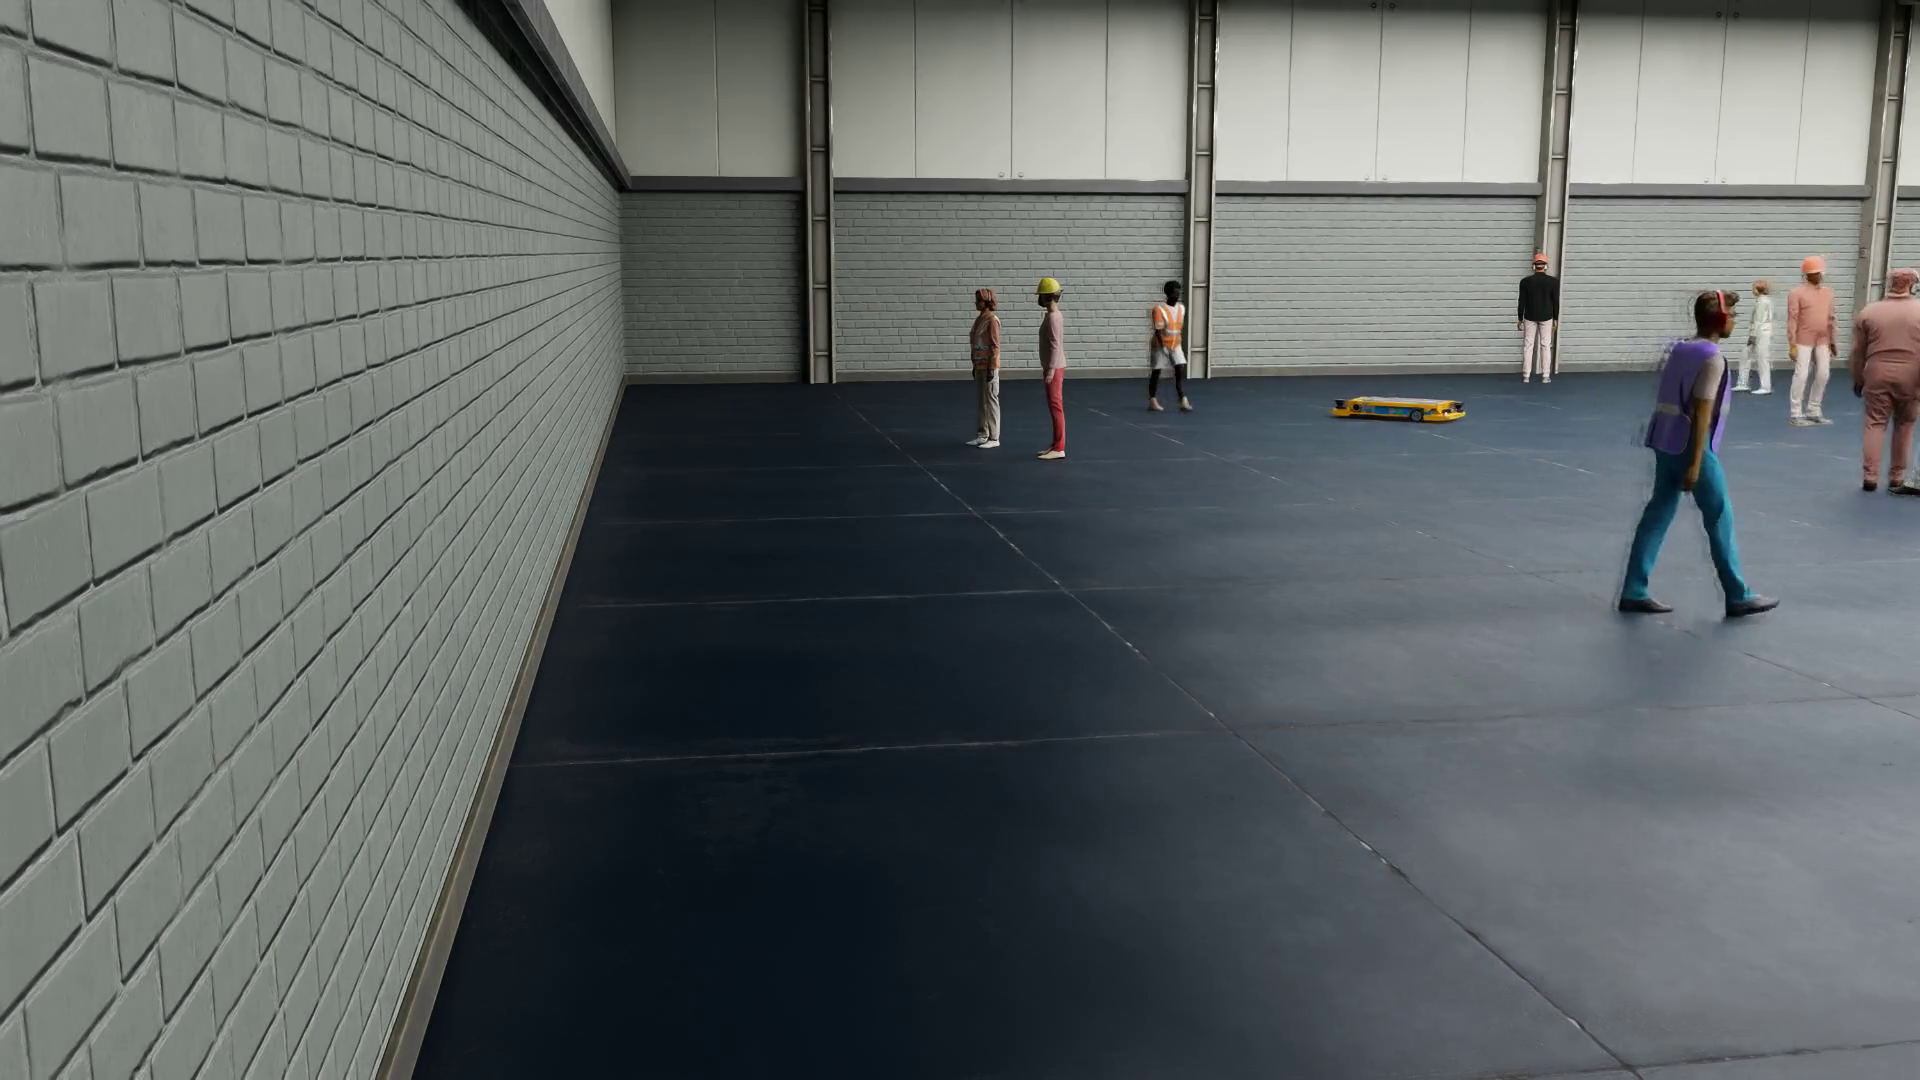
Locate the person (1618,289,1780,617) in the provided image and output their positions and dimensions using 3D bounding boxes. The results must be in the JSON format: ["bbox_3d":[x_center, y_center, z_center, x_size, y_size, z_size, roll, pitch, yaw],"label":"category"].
[{"bbox_3d":[4.136,-0.468,9.210,0.909,1.806,0.574,0,10,-2],"label":"person"}]

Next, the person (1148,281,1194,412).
[{"bbox_3d":[2.623,-2.407,20.804,0.525,1.644,0.844,-5,11,-27],"label":"person"}]

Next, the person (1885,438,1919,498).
[{"bbox_3d":[8.062,-1.188,13.377,0.875,1.805,0.592,6,12,33],"label":"person"}]

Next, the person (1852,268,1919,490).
[{"bbox_3d":[7.902,-1.349,14.087,0.662,1.878,0.674,8,12,37],"label":"person"}]

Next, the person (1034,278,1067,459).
[{"bbox_3d":[0.876,-1.668,16.238,0.328,1.767,0.530,1,10,5],"label":"person"}]

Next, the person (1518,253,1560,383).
[{"bbox_3d":[8.924,-3.417,25.672,0.608,1.987,0.388,3,10,17],"label":"person"}]

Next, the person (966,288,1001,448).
[{"bbox_3d":[0.262,-1.768,17.166,0.309,1.645,0.514,-4,11,-21],"label":"person"}]

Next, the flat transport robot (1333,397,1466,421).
[{"bbox_3d":[5.311,-1.596,20.121,1.431,0.197,0.652,6,12,32],"label":"flat transport robot"}]

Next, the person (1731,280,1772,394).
[{"bbox_3d":[11.229,-2.870,23.586,0.666,1.617,0.528,3,10,18],"label":"person"}]

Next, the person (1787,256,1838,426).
[{"bbox_3d":[9.921,-2.294,19.334,0.736,1.964,0.371,-3,10,-16],"label":"person"}]
